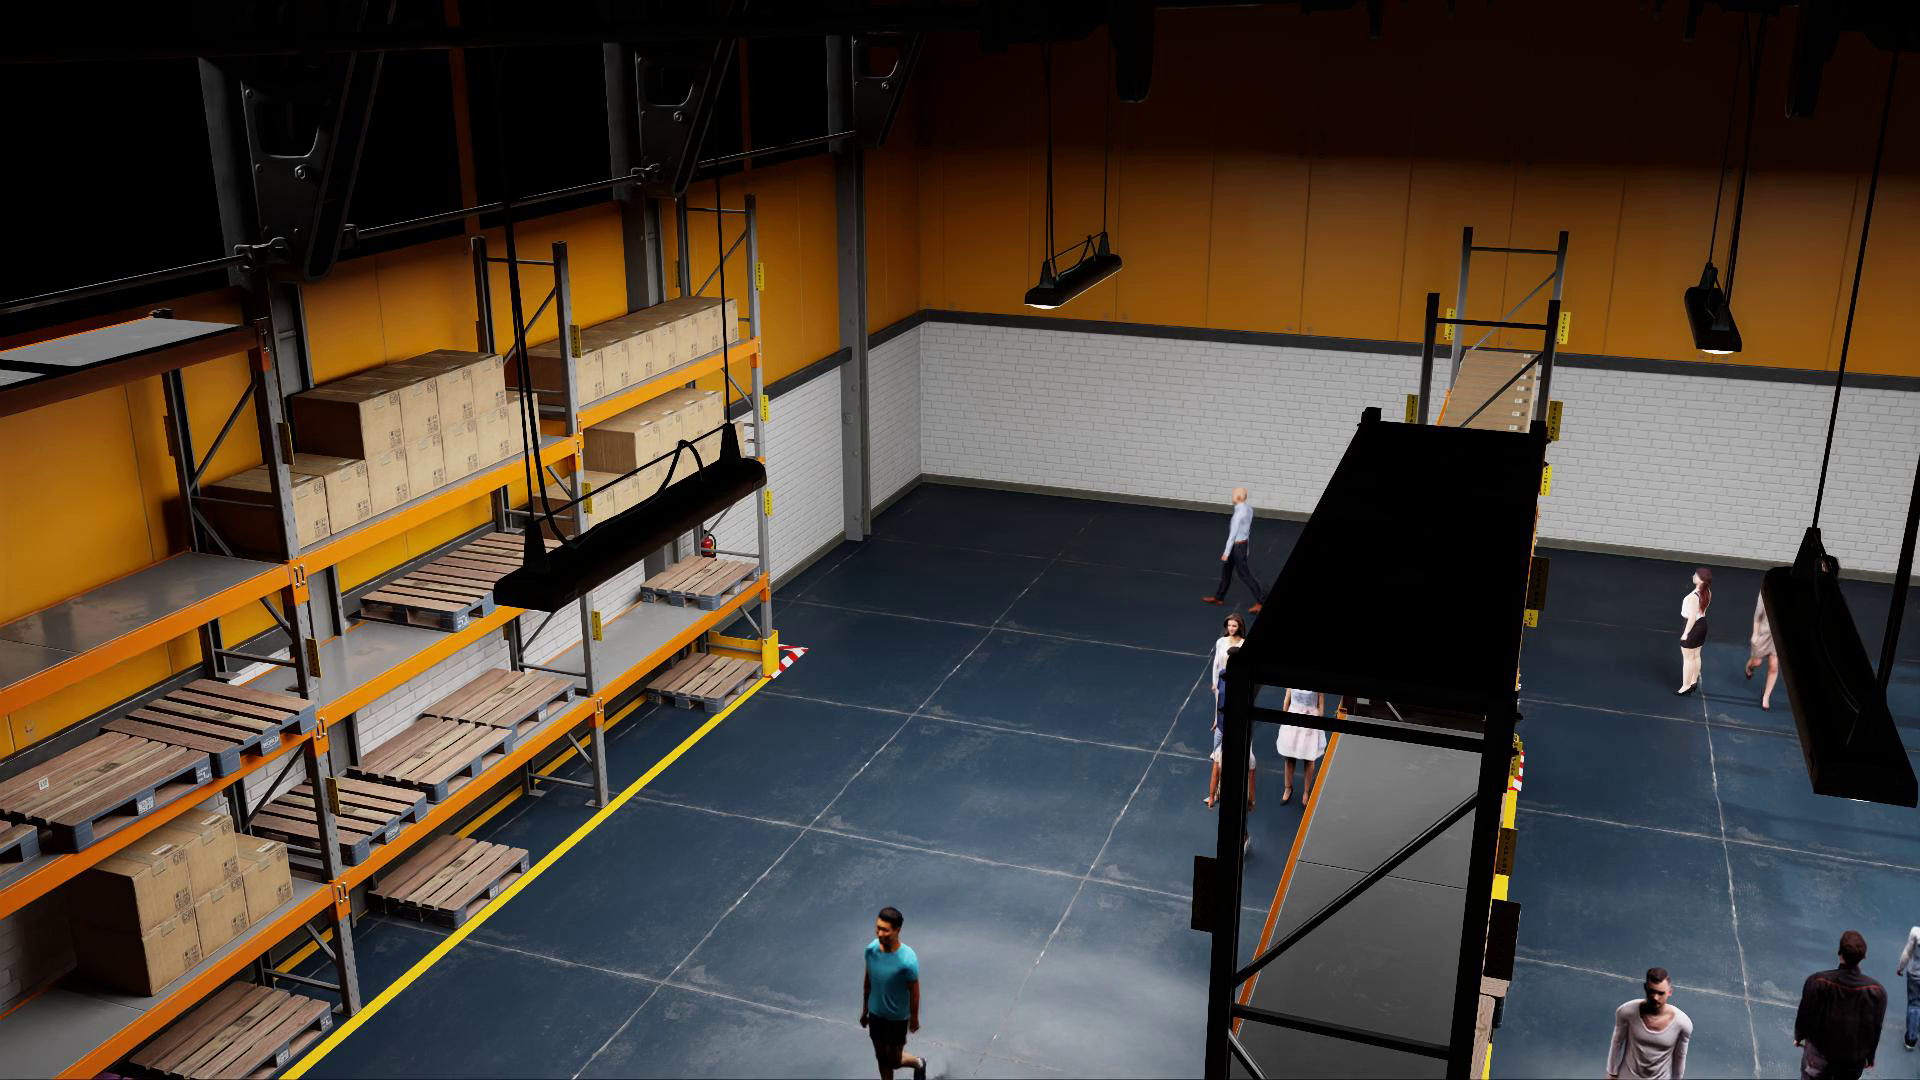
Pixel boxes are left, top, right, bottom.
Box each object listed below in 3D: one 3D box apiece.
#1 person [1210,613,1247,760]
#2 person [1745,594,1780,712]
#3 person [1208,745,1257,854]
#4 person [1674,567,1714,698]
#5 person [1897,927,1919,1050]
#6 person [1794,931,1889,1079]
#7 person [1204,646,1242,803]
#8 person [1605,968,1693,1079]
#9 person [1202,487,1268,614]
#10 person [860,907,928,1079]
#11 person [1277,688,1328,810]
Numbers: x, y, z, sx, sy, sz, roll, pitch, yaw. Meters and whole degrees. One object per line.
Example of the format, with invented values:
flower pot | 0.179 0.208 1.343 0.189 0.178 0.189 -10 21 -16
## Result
person | 3.028 1.642 18.566 0.603 1.767 0.561 9 21 26
person | 9.726 1.164 20.045 0.700 1.729 0.991 3 19 8
person | 2.700 2.500 16.285 0.805 1.596 1.226 13 22 33
person | 8.967 1.114 20.319 0.584 1.647 0.695 -16 25 -40
person | 7.898 3.590 13.614 0.547 1.234 0.833 9 20 24
person | 6.364 3.761 12.067 0.696 1.898 0.690 6 20 17
person | 2.870 1.956 17.513 0.728 1.843 0.709 -14 23 -36
person | 4.879 3.856 11.876 0.663 1.841 0.547 6 20 18
person | 3.921 0.170 22.944 0.722 1.762 1.130 7 20 21
person | -0.491 3.593 12.779 0.737 1.763 0.875 13 22 33
person | 3.610 1.974 17.508 0.722 1.813 0.744 9 21 25
